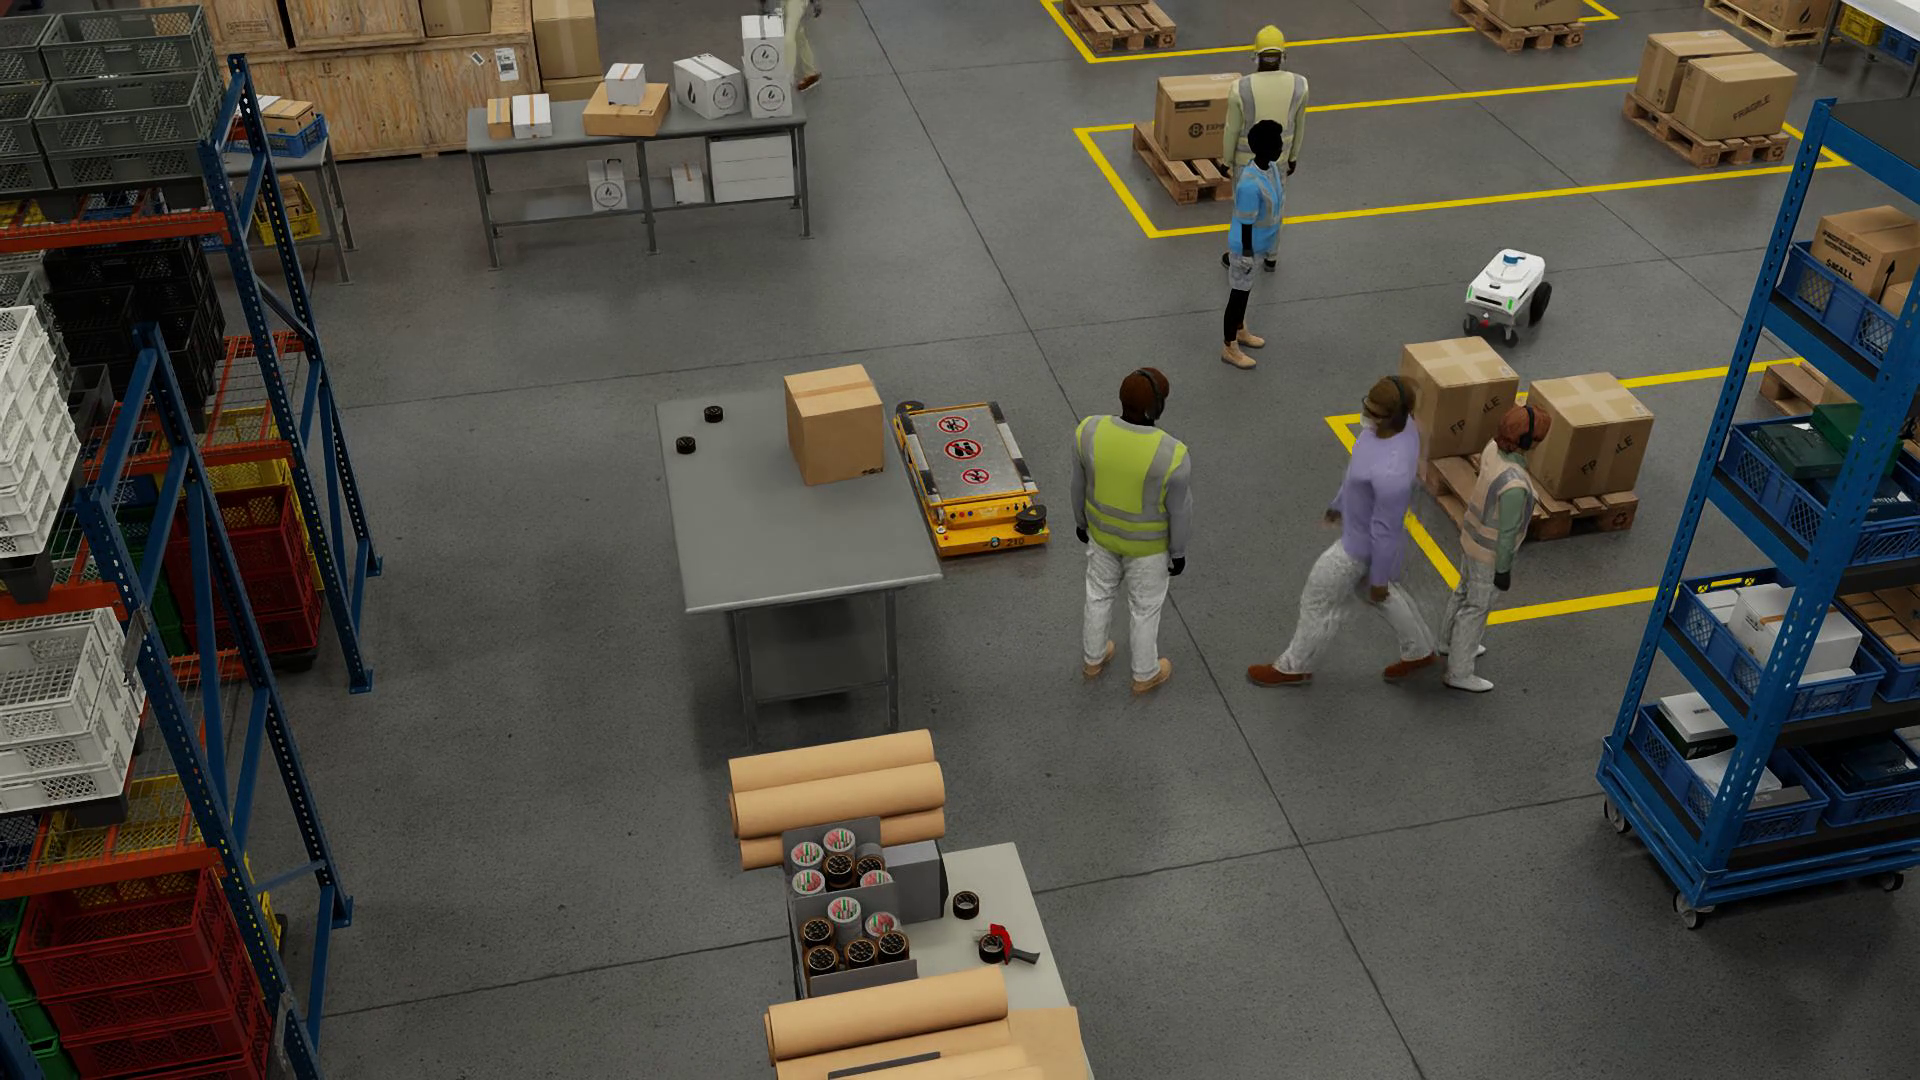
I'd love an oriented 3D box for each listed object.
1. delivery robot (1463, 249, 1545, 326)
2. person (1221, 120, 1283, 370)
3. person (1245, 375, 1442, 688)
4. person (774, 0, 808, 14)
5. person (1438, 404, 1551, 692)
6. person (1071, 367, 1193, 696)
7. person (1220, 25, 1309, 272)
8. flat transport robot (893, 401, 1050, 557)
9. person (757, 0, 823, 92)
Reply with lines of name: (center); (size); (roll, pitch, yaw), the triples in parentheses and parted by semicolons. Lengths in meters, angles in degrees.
delivery robot: (3.809, -1.783, 11.615); (0.477, 0.478, 0.707); (22, 42, 27)
person: (1.935, -1.963, 10.982); (0.318, 1.697, 0.535); (13, 39, 17)
person: (2.025, -0.010, 8.196); (0.953, 1.893, 0.627); (9, 38, 12)
person: (-1.696, -6.217, 16.521); (0.390, 1.914, 0.587); (5, 37, 7)
person: (2.665, 0.032, 8.359); (0.312, 1.633, 0.517); (3, 37, 4)
person: (0.855, -0.037, 8.276); (0.631, 1.840, 0.428); (20, 41, 25)
person: (2.160, -2.782, 11.980); (0.591, 1.820, 0.404); (-5, 37, -6)
flat transport robot: (0.046, -0.430, 10.108); (0.652, 0.197, 1.431); (-8, 37, -10)
person: (-1.550, -4.759, 14.639); (0.527, 1.809, 0.951); (21, 42, 26)
